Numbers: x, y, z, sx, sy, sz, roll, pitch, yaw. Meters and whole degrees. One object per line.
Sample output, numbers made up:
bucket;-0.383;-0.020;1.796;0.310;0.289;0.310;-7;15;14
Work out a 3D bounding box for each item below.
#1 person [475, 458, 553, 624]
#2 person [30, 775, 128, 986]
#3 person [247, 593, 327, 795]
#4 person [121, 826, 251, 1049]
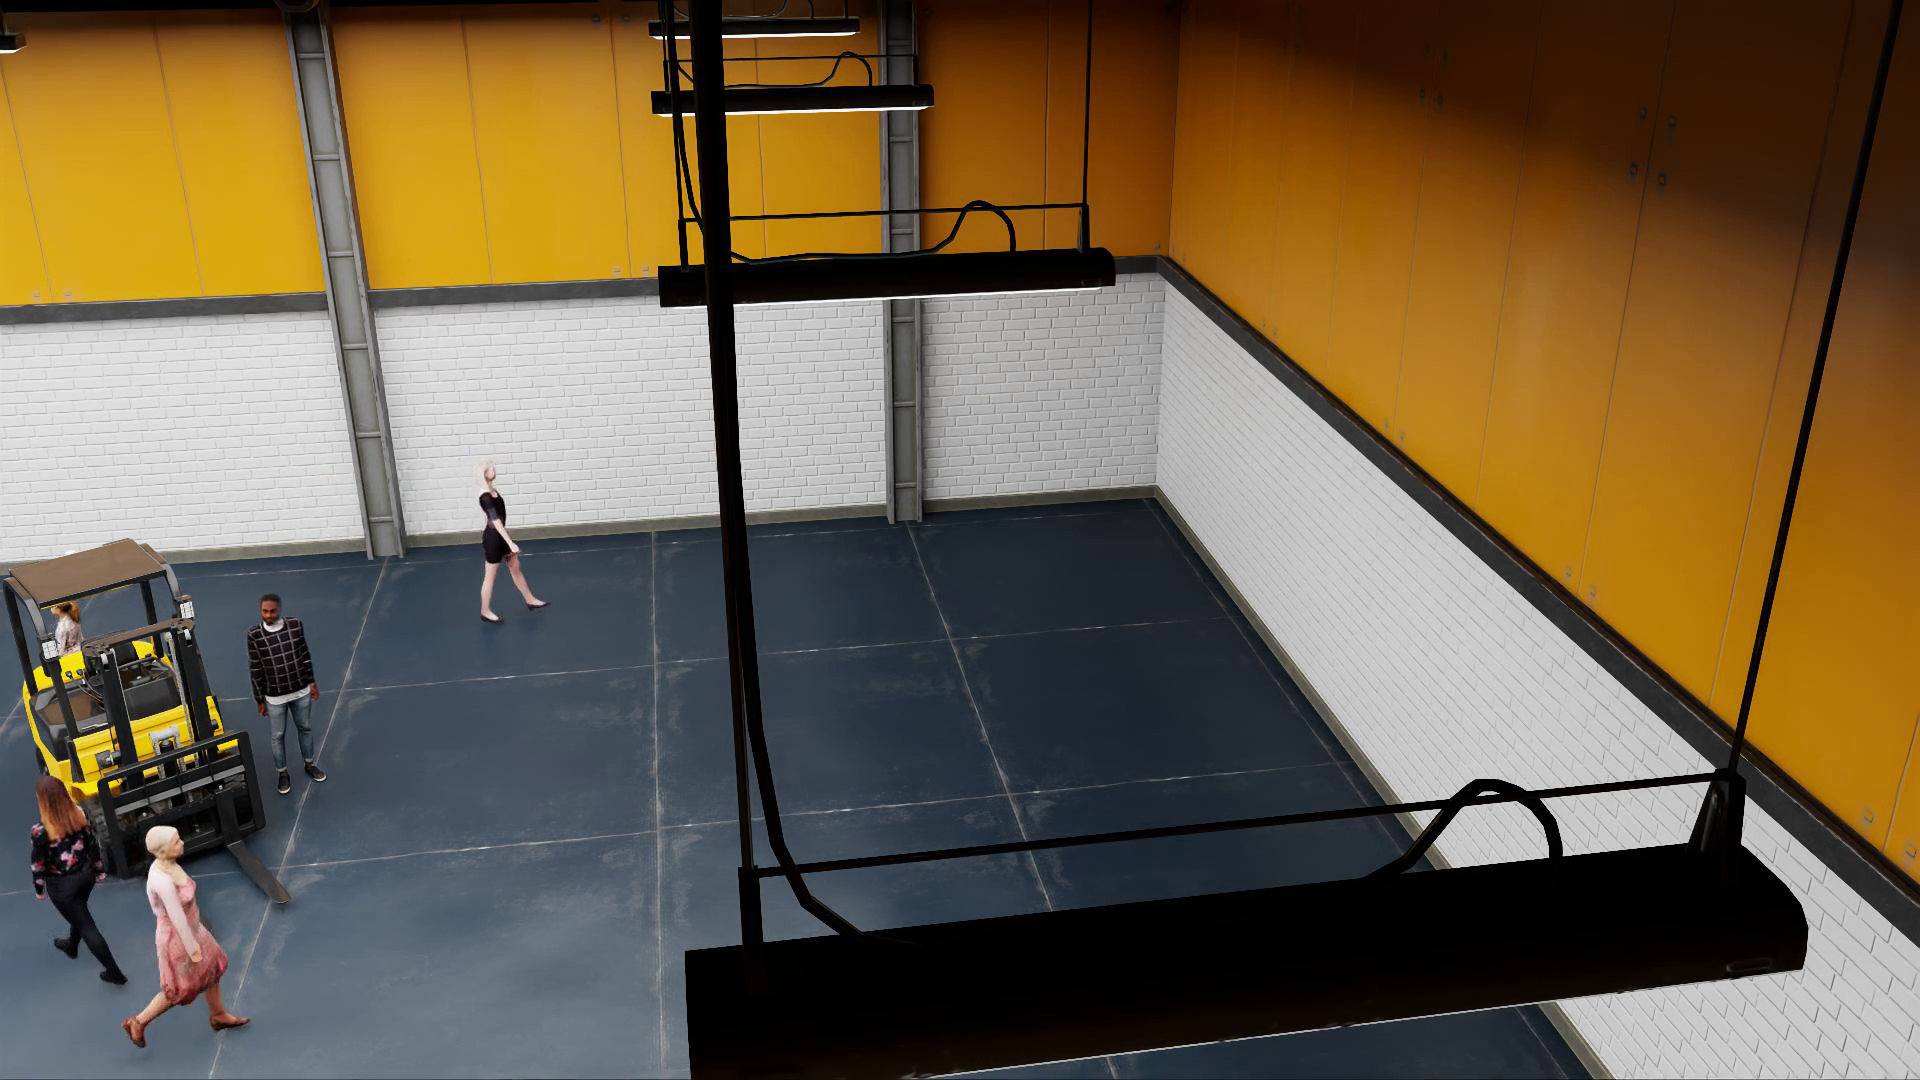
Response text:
person;-4.860;0.046;17.106;0.963;1.806;0.618;-5;24;-12
person;-6.253;2.455;11.805;1.133;1.637;0.999;12;26;25
person;-5.792;1.273;14.283;0.659;1.818;0.804;-18;29;-35
person;-5.337;2.706;11.193;1.044;1.667;0.712;-9;25;-19
